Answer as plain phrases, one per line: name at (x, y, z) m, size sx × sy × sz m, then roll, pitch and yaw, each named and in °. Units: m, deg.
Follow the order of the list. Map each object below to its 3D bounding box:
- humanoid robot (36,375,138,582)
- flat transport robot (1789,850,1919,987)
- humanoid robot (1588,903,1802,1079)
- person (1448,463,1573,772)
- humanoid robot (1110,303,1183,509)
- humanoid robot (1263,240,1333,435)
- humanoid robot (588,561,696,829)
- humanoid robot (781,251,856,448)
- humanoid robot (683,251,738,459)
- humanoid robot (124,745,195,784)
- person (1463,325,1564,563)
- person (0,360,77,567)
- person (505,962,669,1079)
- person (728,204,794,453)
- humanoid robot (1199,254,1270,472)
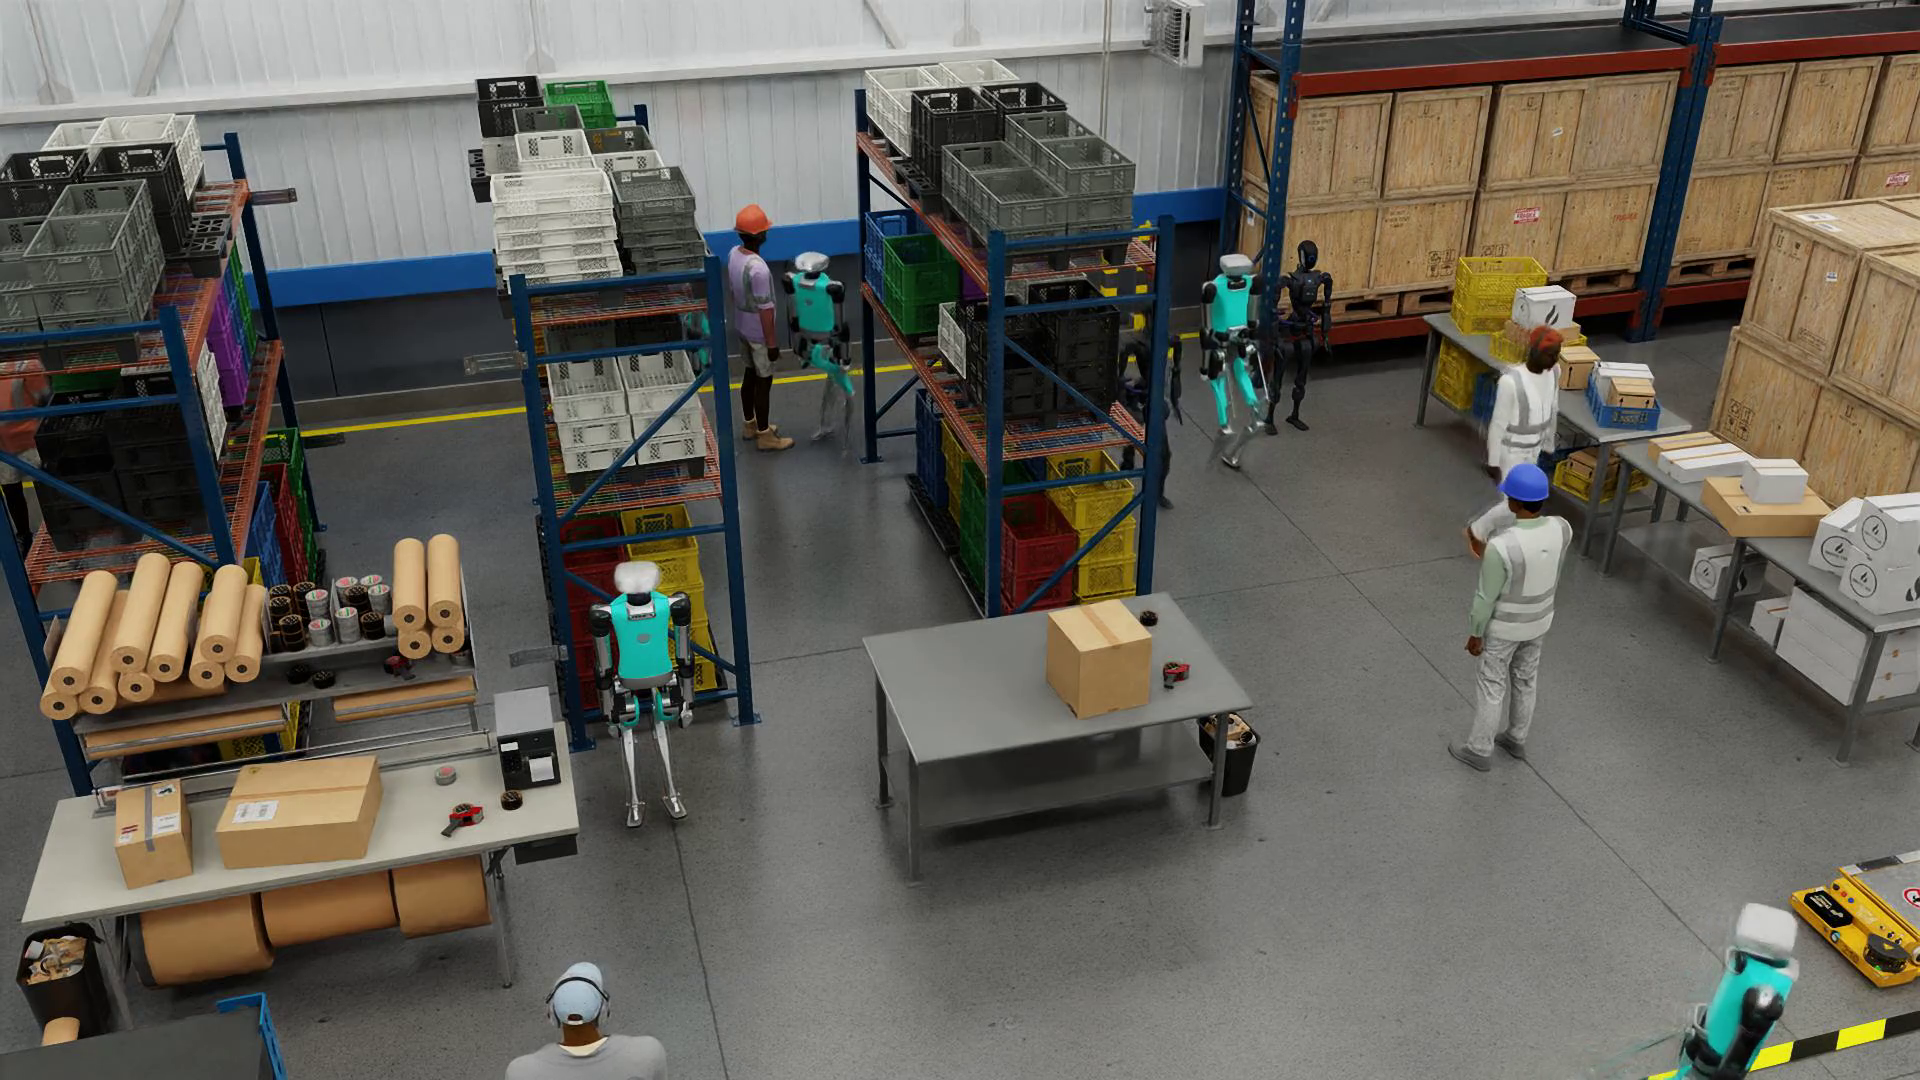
humanoid robot at (-6.091, -0.462, 11.543) m, size 0.587 × 1.639 × 0.405 m, roll 2°, pitch 29°, yaw 4°
flat transport robot at (5.163, 1.916, 8.676) m, size 1.431 × 0.231 × 0.659 m, roll -8°, pitch 30°, yaw -14°
humanoid robot at (2.737, 2.146, 6.768) m, size 0.965 × 1.776 × 0.556 m, roll 12°, pitch 31°, yaw 21°
person at (3.176, 0.454, 9.611) m, size 0.603 × 1.938 × 0.420 m, roll -13°, pitch 31°, yaw -23°
humanoid robot at (1.412, -1.013, 12.540) m, size 0.590 × 1.643 × 0.492 m, roll -13°, pitch 31°, yaw -22°
humanoid robot at (2.792, -1.676, 13.733) m, size 0.599 × 1.657 × 0.315 m, roll -8°, pitch 30°, yaw -14°
humanoid robot at (-1.729, 0.771, 9.097) m, size 0.533 × 1.675 × 0.735 m, roll -8°, pitch 30°, yaw -14°
humanoid robot at (-1.043, -1.539, 13.476) m, size 0.538 × 1.799 × 0.794 m, roll 12°, pitch 31°, yaw 21°
humanoid robot at (-2.249, -1.451, 13.296) m, size 0.833 × 1.783 × 0.532 m, roll 4°, pitch 29°, yaw 7°
humanoid robot at (-4.168, 1.118, 8.690) m, size 0.606 × 1.645 × 0.602 m, roll -4°, pitch 29°, yaw -7°
person at (3.934, -0.621, 11.635) m, size 0.576 × 1.866 × 0.416 m, roll -20°, pitch 34°, yaw -32°
person at (-6.654, -0.706, 11.692) m, size 0.602 × 1.958 × 0.377 m, roll -3°, pitch 29°, yaw -6°
person at (-1.354, 2.331, 6.275) m, size 0.594 × 1.851 × 0.398 m, roll -7°, pitch 30°, yaw -13°
person at (-1.614, -1.703, 13.417) m, size 0.372 × 2.044 × 0.613 m, roll -16°, pitch 32°, yaw -26°
humanoid robot at (2.189, -1.282, 13.030) m, size 0.541 × 1.858 × 0.660 m, roll -11°, pitch 31°, yaw -20°
